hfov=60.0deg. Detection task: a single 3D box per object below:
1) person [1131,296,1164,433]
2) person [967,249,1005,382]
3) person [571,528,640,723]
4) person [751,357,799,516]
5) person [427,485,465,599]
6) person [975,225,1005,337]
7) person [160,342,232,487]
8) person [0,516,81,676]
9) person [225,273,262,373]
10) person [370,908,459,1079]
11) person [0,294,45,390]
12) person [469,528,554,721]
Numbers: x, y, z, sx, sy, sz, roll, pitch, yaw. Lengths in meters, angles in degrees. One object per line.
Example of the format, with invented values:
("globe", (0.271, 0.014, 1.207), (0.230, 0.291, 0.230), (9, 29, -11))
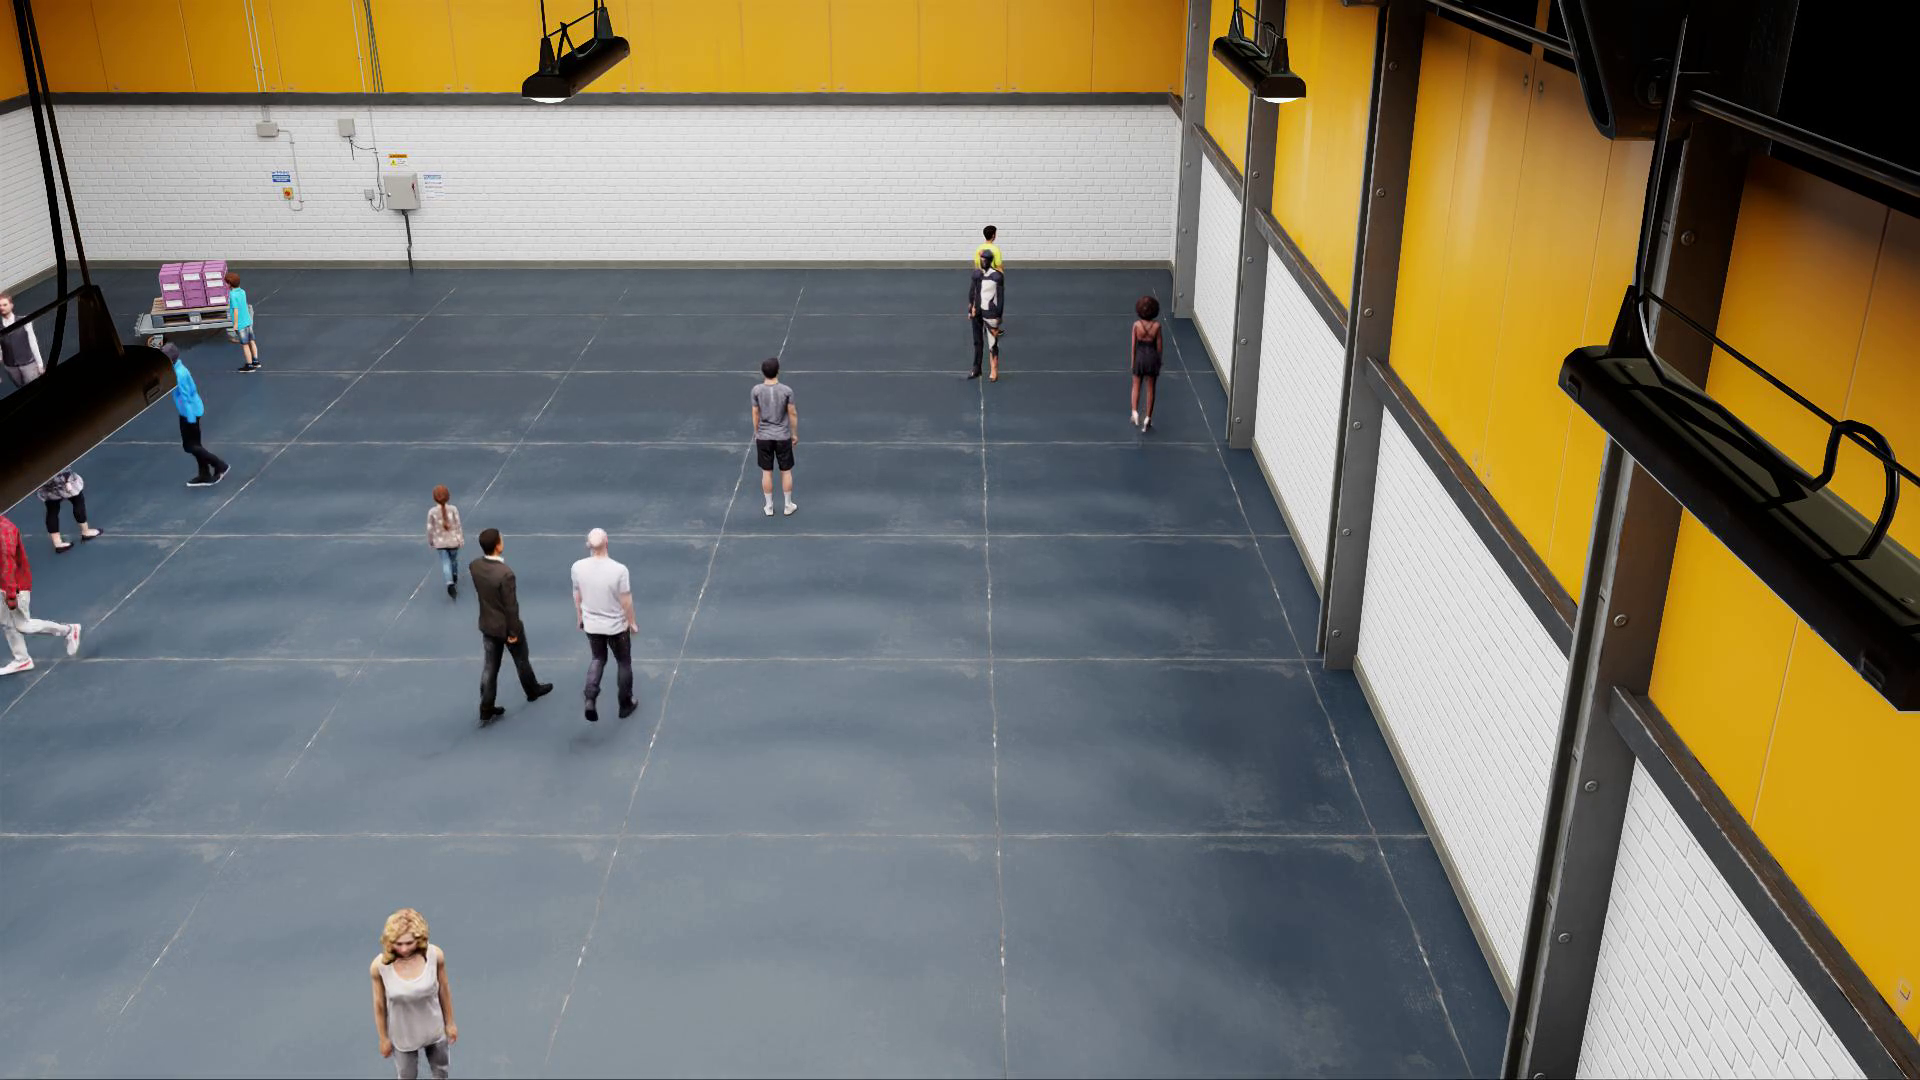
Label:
("person", (2.420, -2.267, 21.569), (0.616, 1.781, 0.733), (3, 24, 7))
("person", (0.369, -3.211, 23.593), (0.770, 1.890, 0.752), (11, 26, 23))
("person", (-3.130, 0.791, 14.527), (0.787, 1.817, 0.960), (5, 24, 12))
("person", (-2.122, -1.186, 18.974), (0.651, 1.878, 0.541), (0, 24, 1))
("person", (-5.274, 0.031, 17.074), (0.678, 1.171, 0.874), (-9, 25, -19))
("person", (0.447, -3.995, 25.612), (0.698, 1.709, 0.695), (12, 26, 26))
("person", (-9.056, -1.488, 19.792), (0.881, 1.778, 0.839), (-12, 26, -25))
("person", (-8.740, 0.377, 15.491), (1.032, 1.805, 1.100), (21, 32, 40))
("person", (-10.366, -3.160, 24.028), (0.587, 1.448, 0.432), (2, 24, 3))
("person", (-3.234, 2.888, 9.913), (0.678, 1.671, 0.676), (-10, 26, -22))
("person", (-12.029, -2.229, 21.343), (0.861, 1.891, 1.289), (-5, 24, -11))
("person", (-4.114, 0.761, 14.652), (0.974, 1.773, 1.146), (12, 26, 25))
